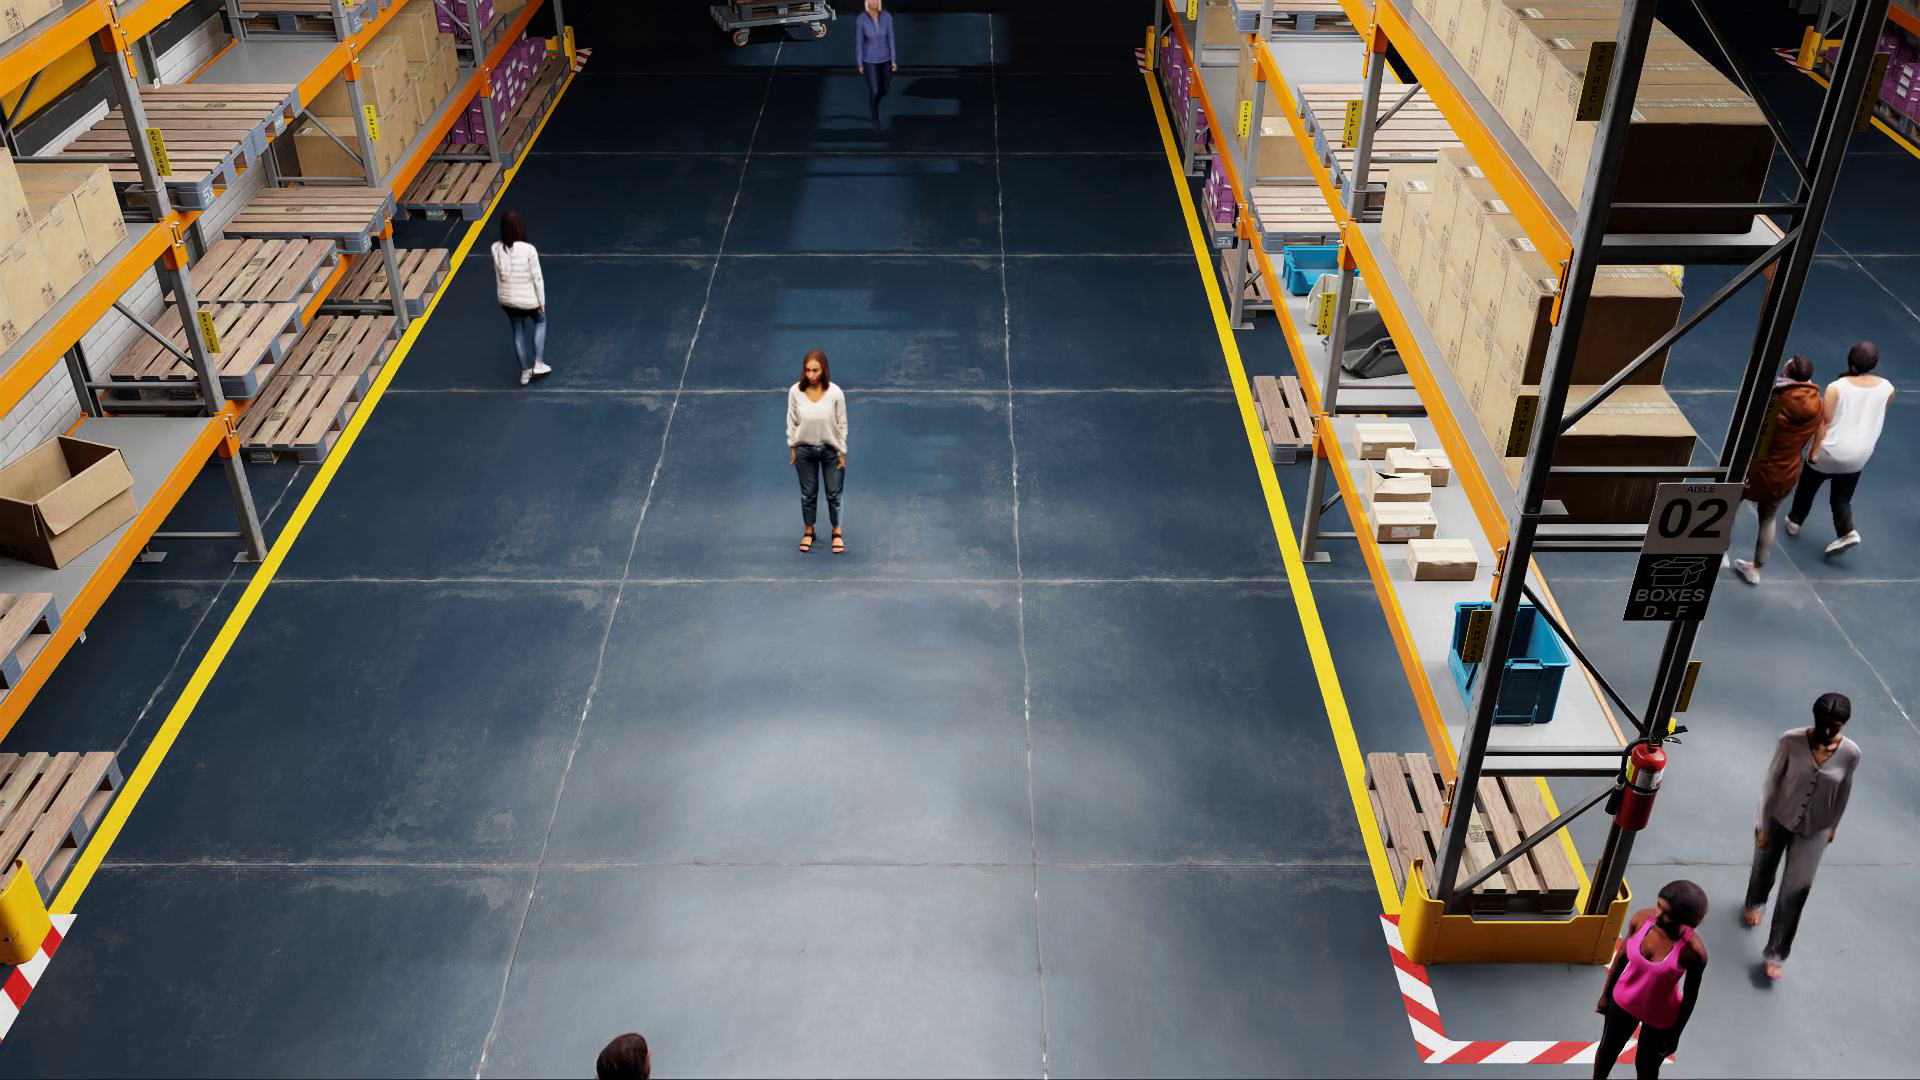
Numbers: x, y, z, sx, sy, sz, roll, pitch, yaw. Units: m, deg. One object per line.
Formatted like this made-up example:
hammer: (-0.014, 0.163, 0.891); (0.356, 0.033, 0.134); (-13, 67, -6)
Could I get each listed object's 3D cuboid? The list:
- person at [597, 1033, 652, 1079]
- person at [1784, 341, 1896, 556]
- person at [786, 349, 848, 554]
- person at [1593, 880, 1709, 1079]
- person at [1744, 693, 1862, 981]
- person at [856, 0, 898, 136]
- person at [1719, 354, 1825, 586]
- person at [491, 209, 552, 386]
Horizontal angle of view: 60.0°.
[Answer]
person: (-1.376, 2.810, 7.137); (0.731, 1.862, 0.717); (16, 37, 23)
person: (6.661, -0.673, 12.556); (0.695, 1.664, 0.933); (2, 34, 2)
person: (-1.061, -0.678, 12.546); (0.625, 1.682, 0.552); (3, 34, 4)
person: (3.331, 2.275, 8.067); (0.723, 1.724, 0.651); (-24, 41, -32)
person: (4.628, 1.486, 9.234); (0.836, 1.746, 1.018); (13, 36, 19)
person: (-1.027, -5.912, 20.382); (0.840, 1.725, 1.118); (-9, 35, -14)
person: (5.924, -0.452, 12.081); (0.783, 1.820, 0.815); (-7, 34, -10)
person: (-3.924, -2.120, 14.769); (0.638, 1.623, 0.591); (2, 34, 3)
